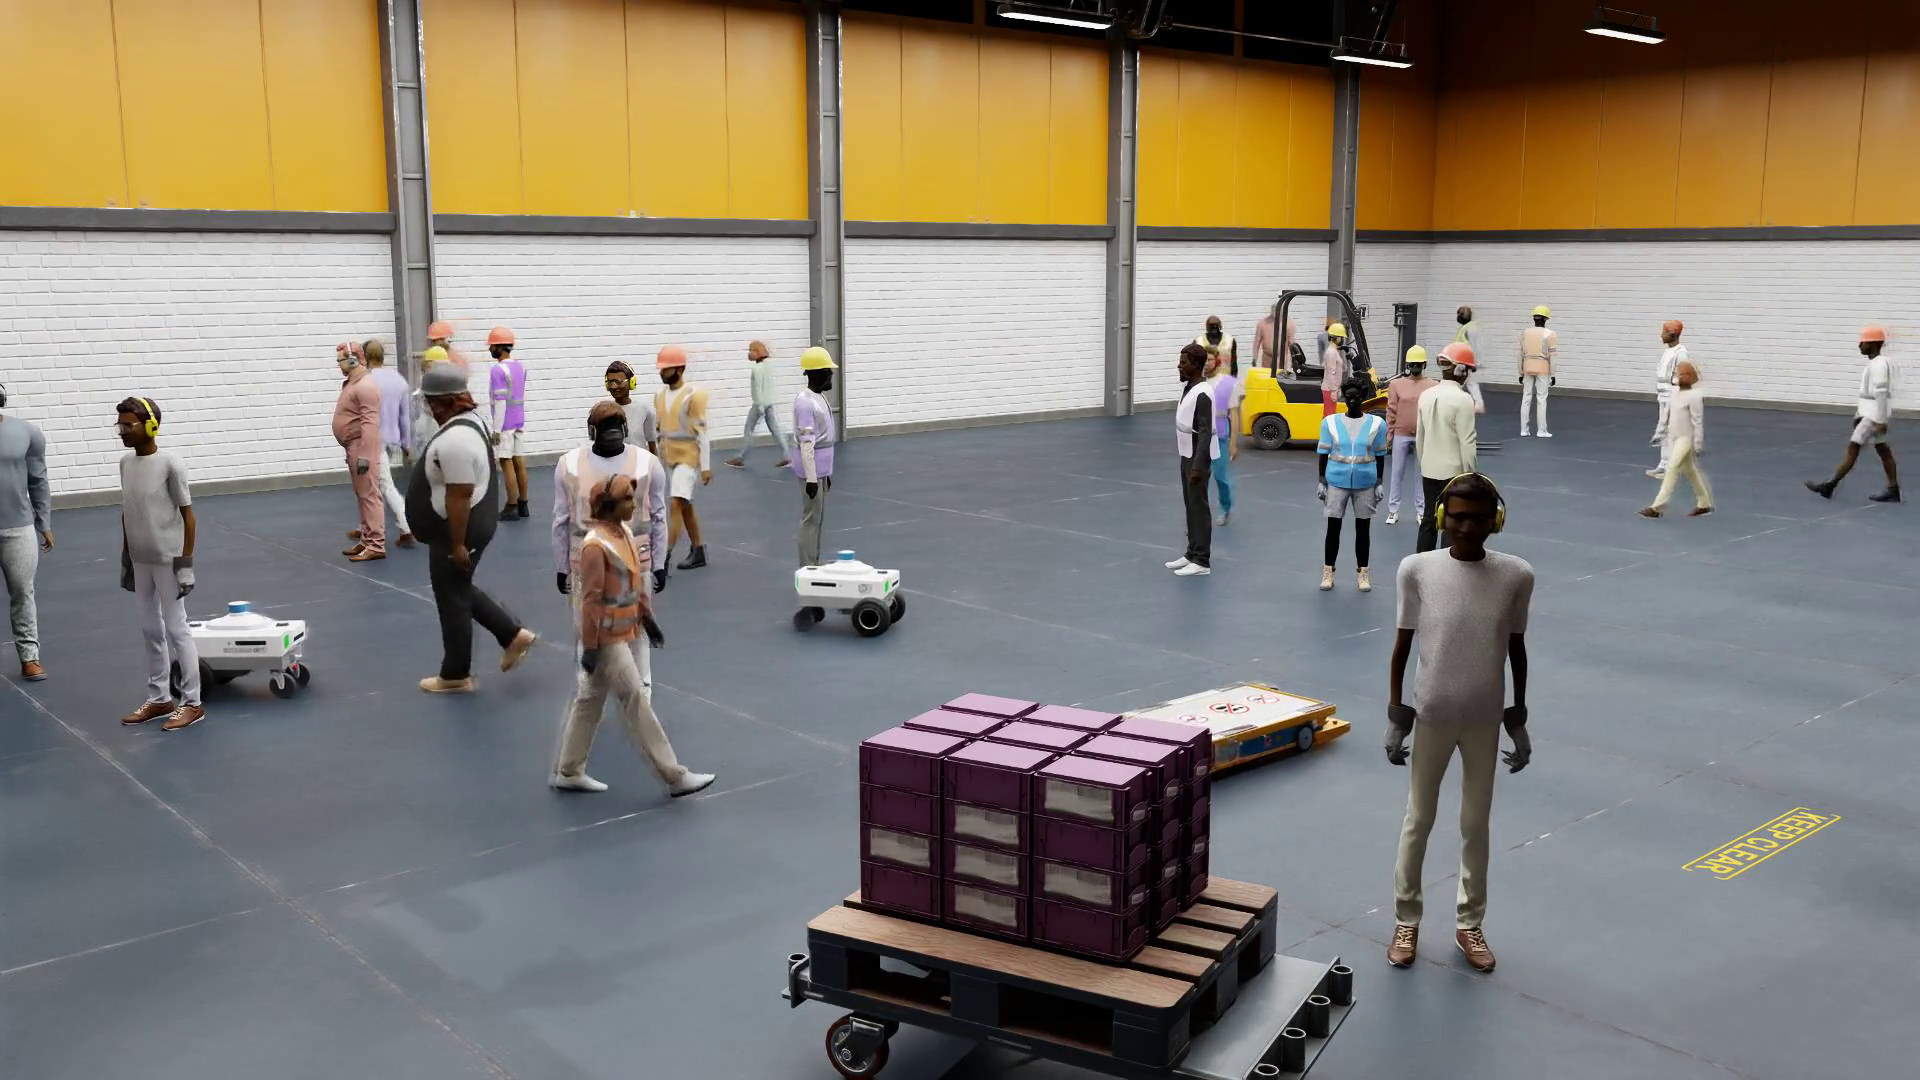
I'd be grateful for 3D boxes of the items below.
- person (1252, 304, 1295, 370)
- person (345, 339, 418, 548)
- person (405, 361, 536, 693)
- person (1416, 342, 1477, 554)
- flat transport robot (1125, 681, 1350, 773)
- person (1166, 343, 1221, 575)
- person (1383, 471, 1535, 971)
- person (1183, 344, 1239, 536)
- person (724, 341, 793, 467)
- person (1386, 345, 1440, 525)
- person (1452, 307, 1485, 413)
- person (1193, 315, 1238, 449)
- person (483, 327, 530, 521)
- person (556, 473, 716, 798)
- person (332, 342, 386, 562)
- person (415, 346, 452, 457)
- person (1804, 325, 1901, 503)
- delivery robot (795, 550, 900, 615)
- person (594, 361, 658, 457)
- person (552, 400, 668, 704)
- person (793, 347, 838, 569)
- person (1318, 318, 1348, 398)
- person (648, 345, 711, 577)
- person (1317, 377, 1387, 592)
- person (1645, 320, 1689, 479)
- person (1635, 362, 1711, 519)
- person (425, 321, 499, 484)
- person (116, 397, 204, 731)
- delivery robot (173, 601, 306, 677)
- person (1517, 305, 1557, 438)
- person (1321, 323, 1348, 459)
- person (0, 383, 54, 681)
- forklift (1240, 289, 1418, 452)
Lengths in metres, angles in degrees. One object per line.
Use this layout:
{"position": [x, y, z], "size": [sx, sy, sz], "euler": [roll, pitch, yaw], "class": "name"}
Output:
{"position": [5.328, -3.094, 28.289], "size": [0.719, 1.832, 1.045], "euler": [3, 10, 18], "class": "person"}
{"position": [-5.276, -0.877, 15.124], "size": [0.998, 1.896, 0.641], "euler": [5, 11, 28], "class": "person"}
{"position": [-3.002, -0.081, 10.013], "size": [0.644, 2.000, 0.692], "euler": [-1, 10, -6], "class": "person"}
{"position": [3.727, -0.508, 12.673], "size": [0.393, 1.986, 0.611], "euler": [-4, 10, -22], "class": "person"}
{"position": [1.384, 1.003, 8.841], "size": [1.431, 0.197, 0.652], "euler": [-8, 13, -41], "class": "flat transport robot"}
{"position": [1.953, -0.665, 13.796], "size": [0.391, 1.917, 0.587], "euler": [0, 10, -3], "class": "person"}
{"position": [1.841, 0.670, 6.143], "size": [0.534, 1.861, 0.310], "euler": [1, 10, 7], "class": "person"}
{"position": [2.409, -0.977, 15.944], "size": [0.576, 1.809, 0.925], "euler": [5, 11, 26], "class": "person"}
{"position": [-2.483, -1.684, 20.733], "size": [0.870, 1.589, 0.502], "euler": [3, 10, 16], "class": "person"}
{"position": [4.442, -1.022, 16.329], "size": [0.524, 1.769, 0.308], "euler": [2, 10, 13], "class": "person"}
{"position": [8.384, -3.001, 27.877], "size": [0.996, 1.784, 0.632], "euler": [1, 10, 6], "class": "person"}
{"position": [3.485, -2.168, 22.841], "size": [0.647, 1.834, 0.428], "euler": [1, 10, 7], "class": "person"}
{"position": [-4.544, -1.156, 16.615], "size": [0.366, 1.934, 0.553], "euler": [2, 10, 12], "class": "person"}
{"position": [-1.607, 0.472, 8.048], "size": [0.844, 1.594, 0.528], "euler": [0, 10, 3], "class": "person"}
{"position": [-5.226, -0.768, 14.451], "size": [0.406, 1.902, 0.639], "euler": [-5, 11, -26], "class": "person"}
{"position": [-5.400, -1.123, 17.049], "size": [0.497, 1.718, 0.528], "euler": [-2, 10, -12], "class": "person"}
{"position": [9.691, -1.351, 17.893], "size": [0.990, 1.884, 0.563], "euler": [5, 11, 27], "class": "person"}
{"position": [-0.798, 0.318, 11.735], "size": [0.707, 0.478, 0.477], "euler": [2, 10, 12], "class": "delivery robot"}
{"position": [-2.499, -0.402, 12.395], "size": [0.532, 1.869, 0.311], "euler": [1, 10, 3], "class": "person"}
{"position": [-1.948, 0.143, 9.275], "size": [0.633, 1.846, 0.429], "euler": [-1, 10, -8], "class": "person"}
{"position": [-1.129, -0.552, 13.095], "size": [0.358, 1.930, 0.590], "euler": [1, 10, 4], "class": "person"}
{"position": [6.399, -3.011, 28.511], "size": [0.552, 1.567, 0.871], "euler": [4, 10, 21], "class": "person"}
{"position": [-2.416, -0.646, 13.738], "size": [0.562, 1.895, 0.904], "euler": [8, 13, 40], "class": "person"}
{"position": [3.076, -0.435, 13.092], "size": [0.541, 1.696, 0.315], "euler": [2, 10, 11], "class": "person"}
{"position": [8.406, -1.650, 19.698], "size": [0.381, 1.882, 0.584], "euler": [1, 10, 5], "class": "person"}
{"position": [7.245, -0.998, 16.718], "size": [0.872, 1.586, 0.512], "euler": [-1, 10, -3], "class": "person"}
{"position": [-5.388, -1.360, 17.768], "size": [0.618, 1.963, 0.933], "euler": [6, 11, 31], "class": "person"}
{"position": [-4.489, 0.130, 9.282], "size": [0.534, 1.868, 0.309], "euler": [4, 11, 24], "class": "person"}
{"position": [-4.333, 0.614, 10.017], "size": [0.707, 0.478, 0.477], "euler": [-1, 10, -3], "class": "delivery robot"}
{"position": [8.403, -2.447, 24.212], "size": [0.585, 1.922, 0.372], "euler": [9, 13, 42], "class": "person"}
{"position": [4.868, -1.938, 21.699], "size": [0.313, 1.767, 0.523], "euler": [2, 10, 10], "class": "person"}
{"position": [-5.928, -0.066, 10.227], "size": [0.635, 1.937, 0.355], "euler": [-7, 12, -36], "class": "person"}
{"position": [5.034, -2.339, 22.783], "size": [2.313, 2.155, 1.214], "euler": [3, 10, 16], "class": "forklift"}
